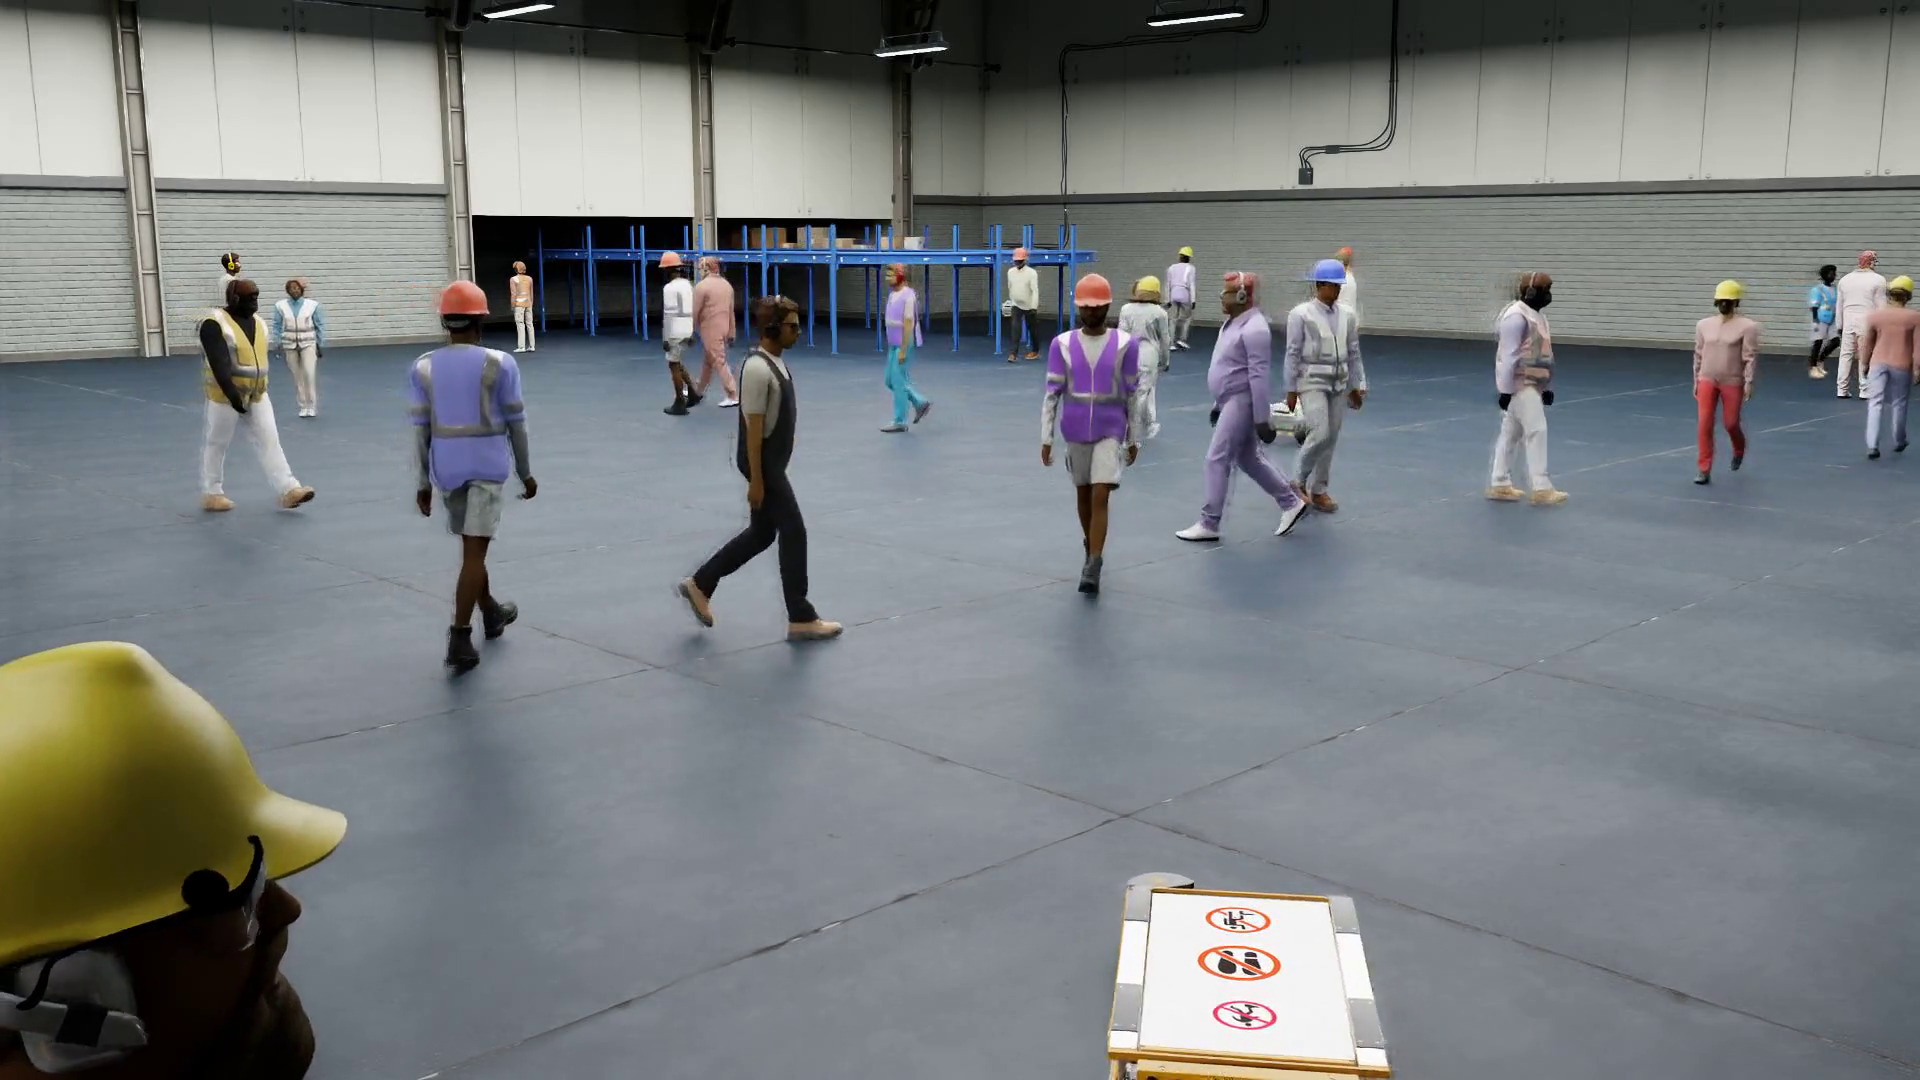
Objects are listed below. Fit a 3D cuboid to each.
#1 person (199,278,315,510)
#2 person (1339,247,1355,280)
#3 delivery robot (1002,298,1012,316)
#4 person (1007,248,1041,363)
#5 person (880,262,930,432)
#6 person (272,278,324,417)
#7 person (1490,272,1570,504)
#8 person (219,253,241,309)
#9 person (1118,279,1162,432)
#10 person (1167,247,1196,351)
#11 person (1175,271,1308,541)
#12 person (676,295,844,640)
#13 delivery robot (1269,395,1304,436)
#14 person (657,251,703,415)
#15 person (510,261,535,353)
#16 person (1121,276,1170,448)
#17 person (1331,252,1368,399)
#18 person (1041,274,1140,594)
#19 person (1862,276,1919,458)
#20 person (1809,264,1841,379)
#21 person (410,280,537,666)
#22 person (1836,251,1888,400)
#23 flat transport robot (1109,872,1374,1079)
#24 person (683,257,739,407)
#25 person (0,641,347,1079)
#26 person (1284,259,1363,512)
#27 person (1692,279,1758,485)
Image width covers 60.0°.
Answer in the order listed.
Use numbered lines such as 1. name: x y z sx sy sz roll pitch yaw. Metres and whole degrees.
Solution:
1. person: -5.465 -1.103 12.737 1.008 1.777 0.632 5 12 26
2. person: 6.994 -4.348 30.129 0.521 1.897 0.586 0 10 2
3. delivery robot: 1.239 -5.883 42.021 0.477 0.478 0.707 1 10 4
4. person: 1.110 -3.974 28.096 0.621 1.912 1.097 5 12 27
5. person: -0.596 -2.090 18.029 0.540 1.824 0.566 -5 11 -25
6. person: -7.664 -2.212 19.228 0.540 1.611 0.714 -2 11 -11
7. person: 4.587 -1.194 13.137 0.783 1.815 0.661 7 12 32
8. person: -9.967 -3.002 22.860 0.328 1.873 0.518 -8 13 -38
9. person: 1.950 -2.003 18.031 0.523 1.645 0.306 6 12 29
10. person: 4.077 -4.433 30.601 0.663 1.891 0.550 8 13 38
11. person: 2.006 -0.935 11.603 0.908 1.873 0.638 0 10 -1
12. person: -1.080 -0.380 8.755 0.848 1.815 0.509 0 10 1
13. delivery robot: 3.479 -1.313 17.103 0.477 0.478 0.707 8 13 38
14. person: -3.368 -2.453 19.710 0.409 1.920 0.564 3 11 18
15. person: -7.928 -4.214 30.104 0.311 1.638 0.523 7 12 32
16. person: 1.888 -1.796 16.765 0.484 1.691 0.927 8 13 37
17. person: 4.853 -2.775 21.576 1.016 1.883 0.659 2 11 9
18. person: 0.786 -0.656 10.048 0.568 1.883 1.013 2 11 11
19. person: 8.931 -1.659 15.934 0.545 1.711 0.898 8 13 39
20. person: 12.791 -3.227 24.597 0.547 1.680 0.378 -5 11 -23
21. person: -2.453 -0.351 8.386 0.546 1.888 1.013 1 10 6
22. person: 11.694 -2.782 21.563 0.402 1.911 0.639 -6 12 -30
23. flat transport robot: 0.732 1.221 4.314 0.652 0.197 1.431 2 10 8
24. person: -3.121 -2.587 20.699 1.031 1.846 0.631 5 11 25
25. person: -0.577 0.977 1.255 0.404 1.837 0.590 -2 11 -11
26. person: 2.785 -1.171 12.725 0.612 1.931 0.438 -6 12 -29
27. person: 6.598 -1.374 14.345 0.522 1.745 0.664 9 14 40
